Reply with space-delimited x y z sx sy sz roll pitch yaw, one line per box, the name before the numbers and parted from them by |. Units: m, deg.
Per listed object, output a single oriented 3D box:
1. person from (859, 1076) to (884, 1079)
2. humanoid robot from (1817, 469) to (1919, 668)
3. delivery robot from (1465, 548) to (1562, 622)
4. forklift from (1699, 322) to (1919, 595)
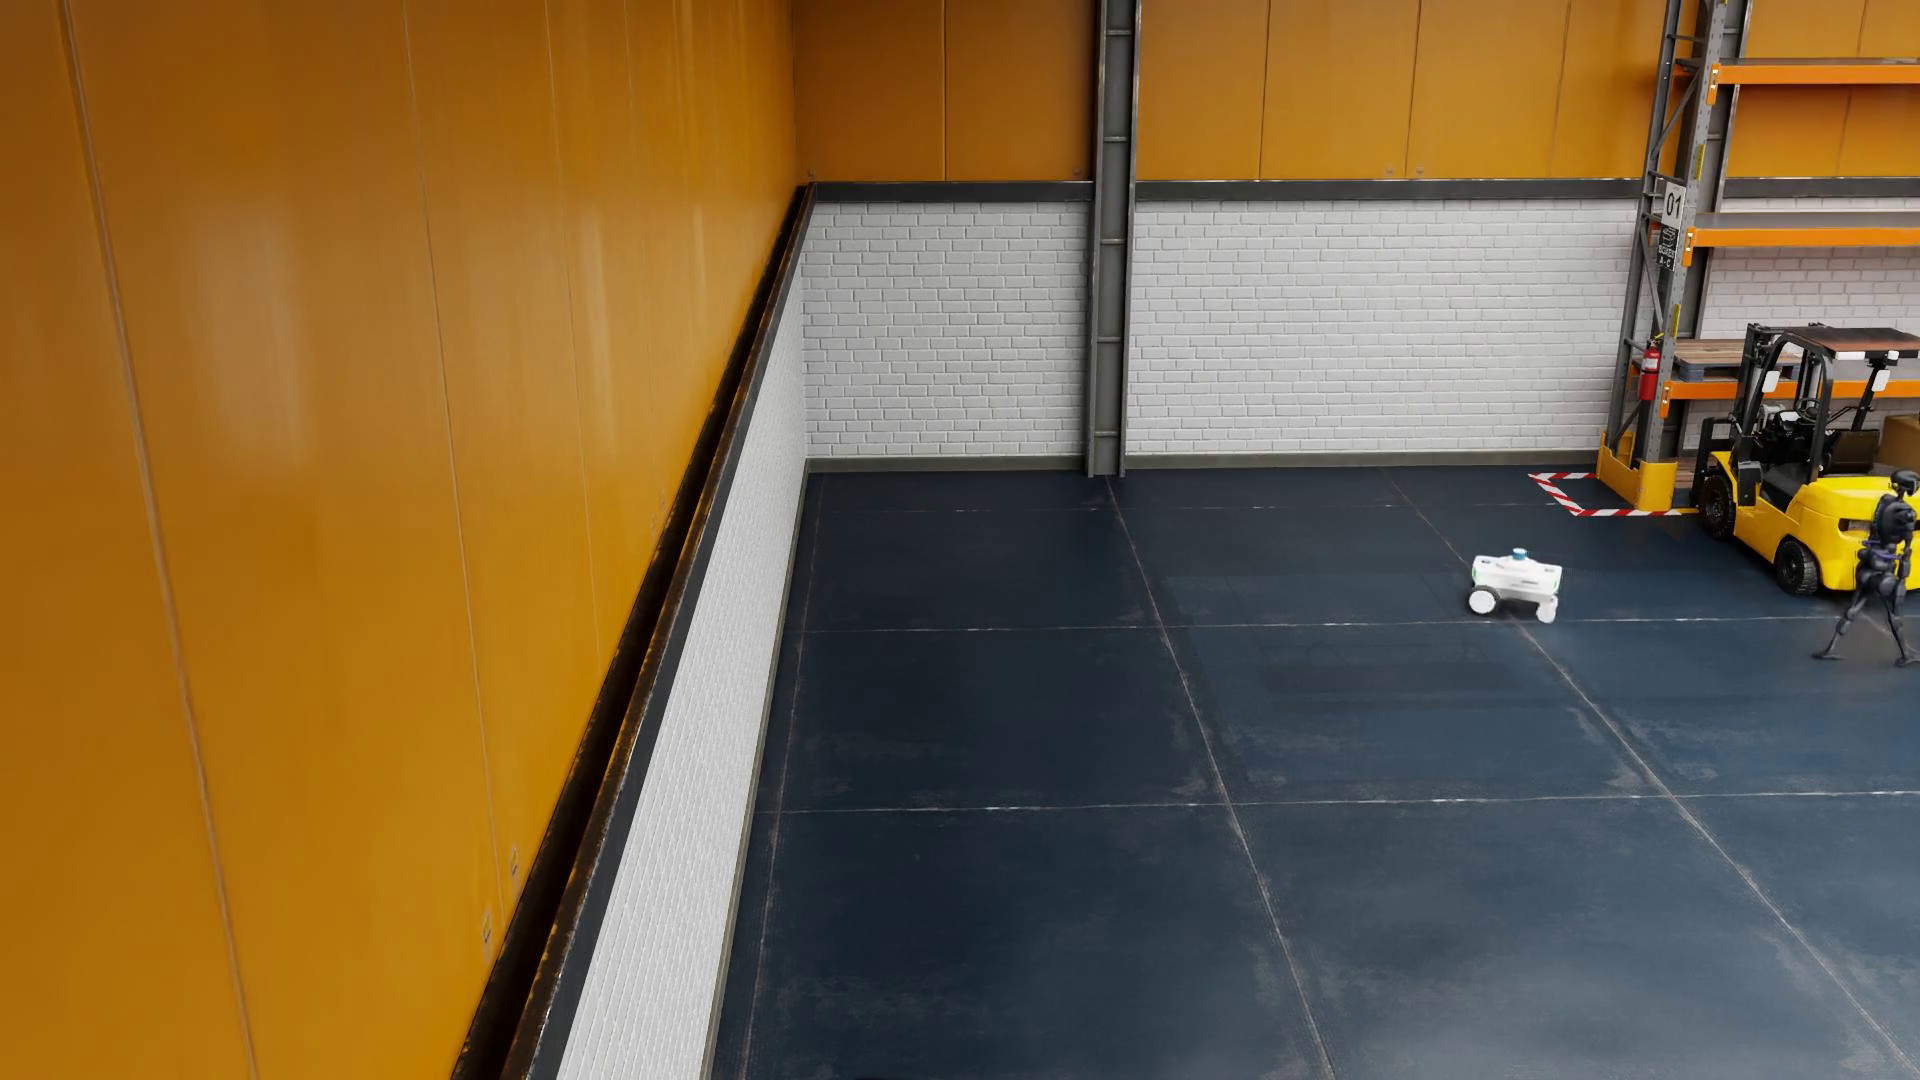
person | -0.293 2.706 6.164 0.321 1.692 0.536 -6 21 -17
humanoid robot | 7.249 0.210 13.012 0.789 1.626 0.595 0 20 0
delivery robot | 4.722 0.364 14.142 0.777 0.587 0.499 8 22 22
forklift | 7.809 -0.792 14.926 1.214 2.155 2.313 -1 20 -2
